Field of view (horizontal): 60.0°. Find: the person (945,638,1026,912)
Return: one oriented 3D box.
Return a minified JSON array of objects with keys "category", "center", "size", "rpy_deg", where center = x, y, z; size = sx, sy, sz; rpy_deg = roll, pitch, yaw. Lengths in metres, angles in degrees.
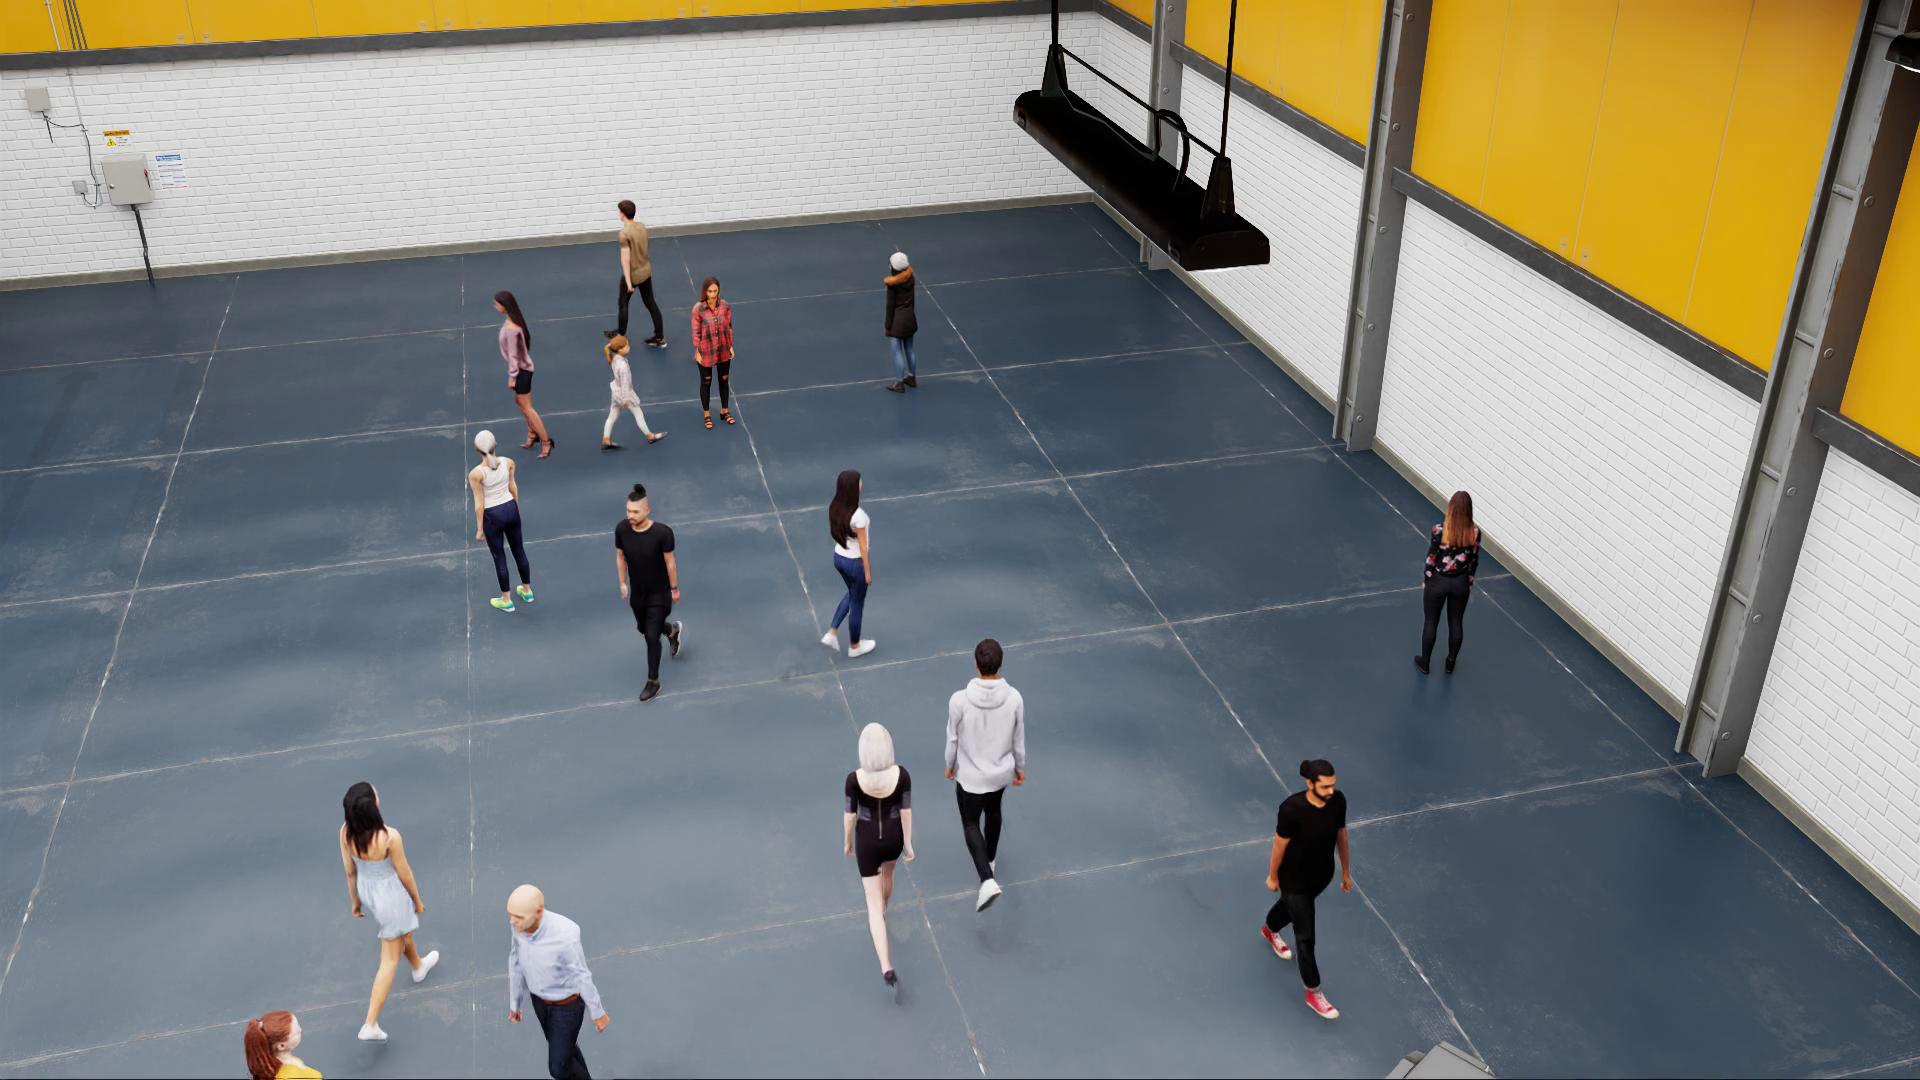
[{"category":"person","center":[0.189,1.612,11.172],"size":[0.694,1.891,1.082],"rpy_deg":[-6,29,-11]}]

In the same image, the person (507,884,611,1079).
[{"category":"person","center":[-2.237,2.601,9.487],"size":[0.836,1.770,0.893],"rpy_deg":[16,32,27]}]

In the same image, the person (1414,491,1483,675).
[{"category":"person","center":[4.030,0.349,13.705],"size":[0.624,1.683,0.598],"rpy_deg":[1,29,2]}]

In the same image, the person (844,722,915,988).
[{"category":"person","center":[-0.499,2.010,10.550],"size":[0.632,1.788,1.181],"rpy_deg":[-6,29,-11]}]

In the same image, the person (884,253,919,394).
[{"category":"person","center":[-0.668,-2.490,18.962],"size":[0.769,1.633,0.730],"rpy_deg":[21,35,33]}]

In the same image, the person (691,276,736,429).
[{"category":"person","center":[-2.680,-2.057,18.097],"size":[0.657,1.702,0.623],"rpy_deg":[-14,32,-24]}]

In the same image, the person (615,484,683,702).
[{"category":"person","center":[-2.494,0.348,13.540],"size":[1.053,1.842,1.200],"rpy_deg":[10,30,17]}]

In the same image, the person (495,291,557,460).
[{"category":"person","center":[-4.586,-1.738,17.411],"size":[0.789,1.798,0.605],"rpy_deg":[-5,29,-9]}]

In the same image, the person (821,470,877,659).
[{"category":"person","center":[-0.973,0.238,13.818],"size":[0.812,1.769,0.785],"rpy_deg":[-20,34,-32]}]

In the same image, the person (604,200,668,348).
[{"category":"person","center":[-3.811,-3.163,20.004],"size":[1.142,1.817,1.098],"rpy_deg":[15,32,26]}]

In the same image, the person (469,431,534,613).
[{"category":"person","center":[-4.040,-0.174,14.643],"size":[0.699,1.704,0.686],"rpy_deg":[25,38,38]}]

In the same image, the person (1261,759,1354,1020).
[{"category":"person","center":[2.138,2.068,10.523],"size":[0.818,1.713,1.200],"rpy_deg":[-14,32,-24]}]

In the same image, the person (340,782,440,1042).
[{"category":"person","center":[-3.559,2.275,10.167],"size":[0.958,1.691,1.223],"rpy_deg":[7,29,13]}]

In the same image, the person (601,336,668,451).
[{"category":"person","center":[-3.630,-1.525,17.572],"size":[0.709,1.269,0.908],"rpy_deg":[-13,31,-22]}]

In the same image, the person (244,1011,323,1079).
[{"category":"person","center":[-3.416,3.112,8.584],"size":[0.856,1.738,0.910],"rpy_deg":[15,32,26]}]
